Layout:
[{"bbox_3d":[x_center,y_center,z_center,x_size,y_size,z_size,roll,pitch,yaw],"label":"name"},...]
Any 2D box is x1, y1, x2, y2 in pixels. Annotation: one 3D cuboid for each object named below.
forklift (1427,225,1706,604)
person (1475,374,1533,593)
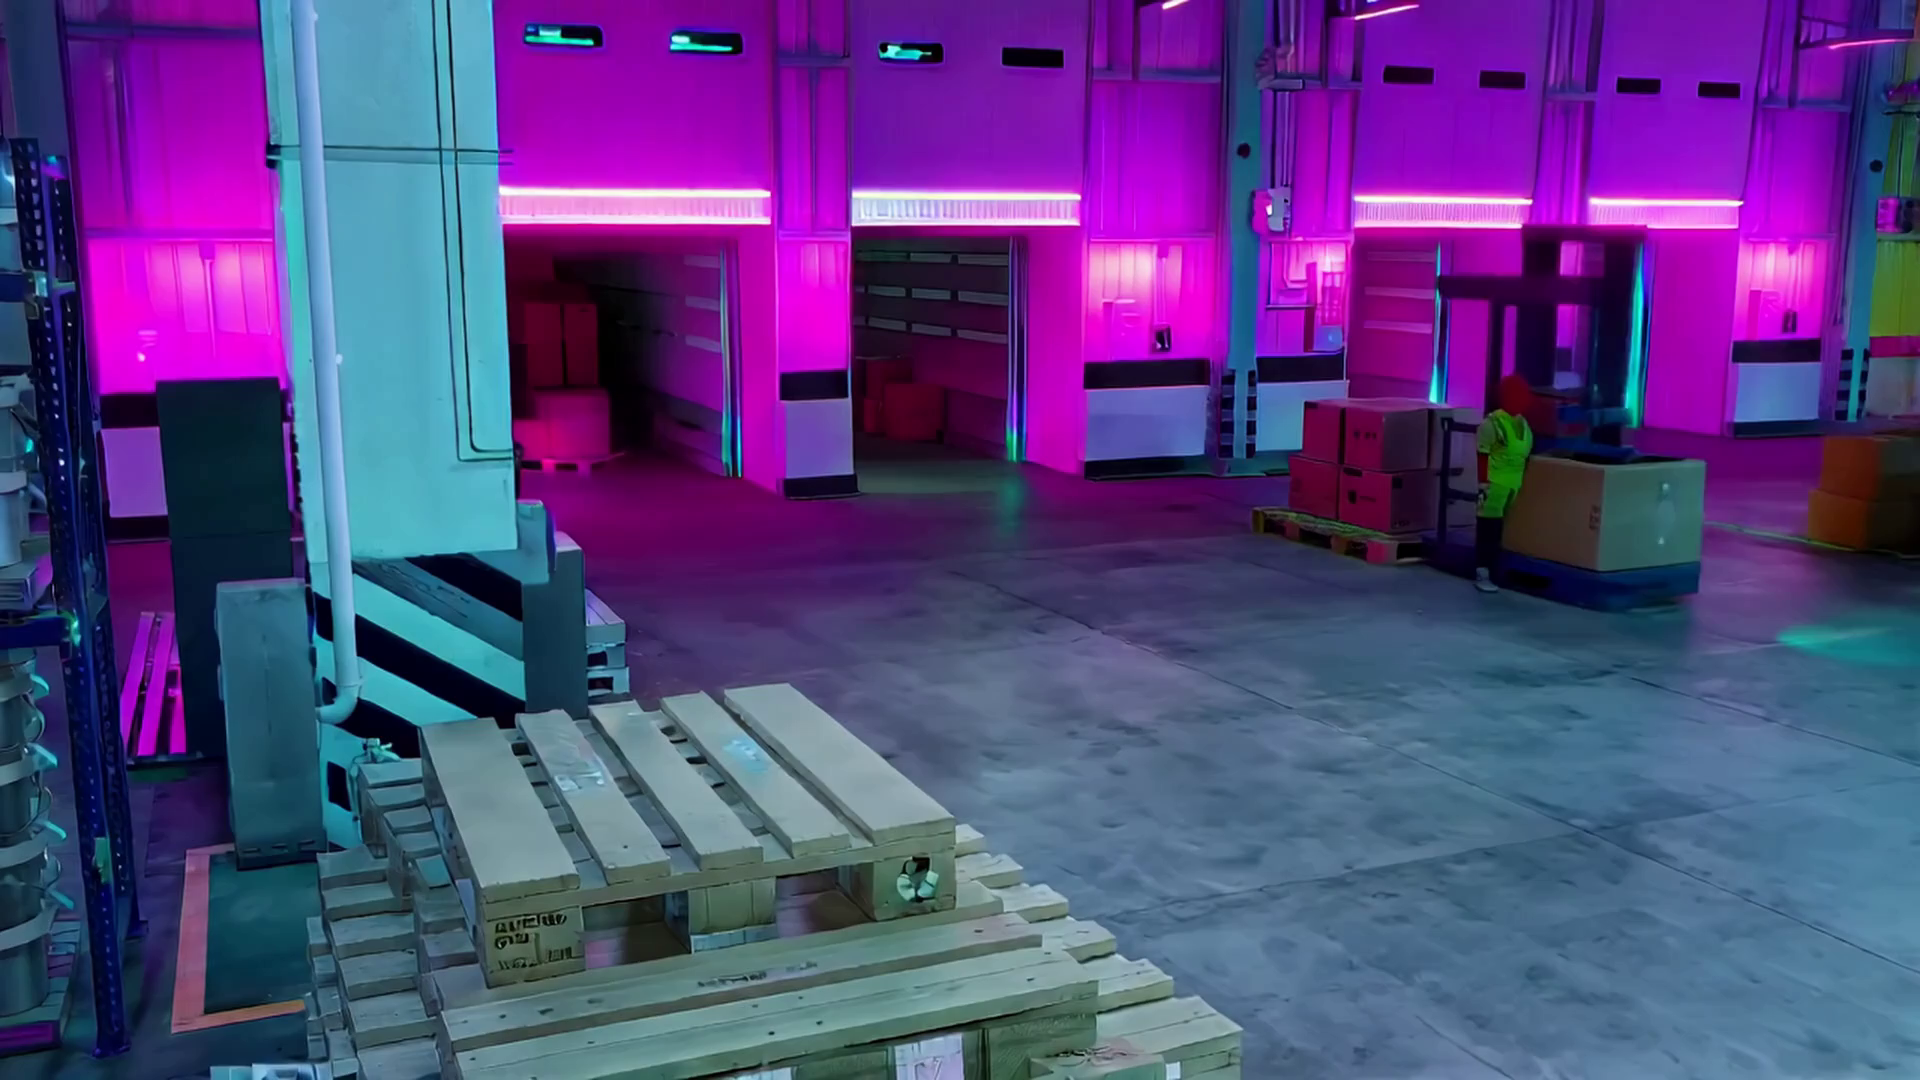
[{"bbox_3d":[4.762,-1.043,12.937,1.129,2.768,1.873,-4,11,-23],"label":"forklift"},{"bbox_3d":[4.228,-0.440,12.886,0.532,1.694,0.319,-4,11,-21],"label":"person"}]
